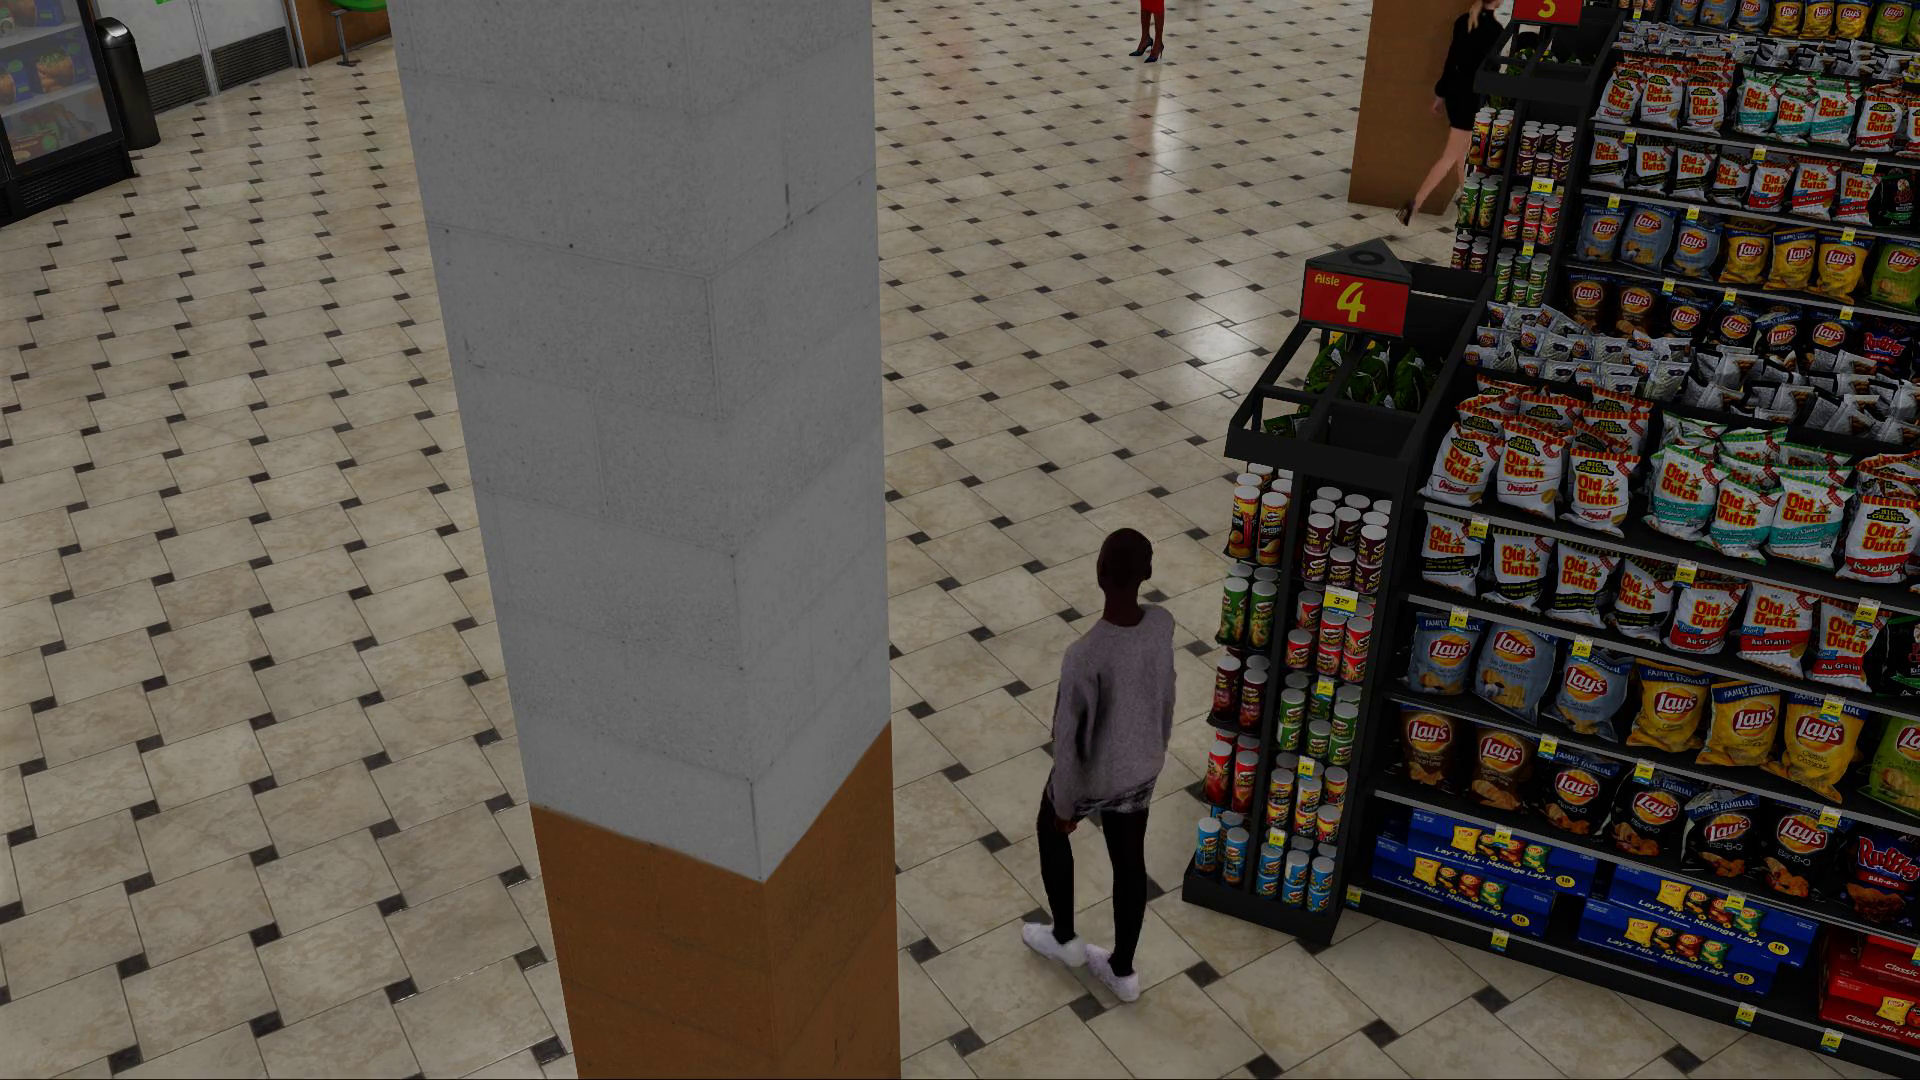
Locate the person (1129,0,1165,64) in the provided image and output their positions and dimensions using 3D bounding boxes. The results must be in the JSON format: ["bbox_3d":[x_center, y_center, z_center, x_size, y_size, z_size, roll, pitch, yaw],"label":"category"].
[{"bbox_3d":[1.752,-5.242,15.068,0.700,1.744,0.622,-14,35,-21],"label":"person"}]

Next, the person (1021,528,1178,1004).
[{"bbox_3d":[0.555,0.796,5.360,0.786,1.749,0.846,-21,37,-30],"label":"person"}]

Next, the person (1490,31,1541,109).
[{"bbox_3d":[3.528,-2.428,10.646,0.561,1.638,0.591,14,35,21],"label":"person"}]

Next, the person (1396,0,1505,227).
[{"bbox_3d":[3.400,-2.898,11.384,1.061,1.657,1.137,-20,37,-29],"label":"person"}]
